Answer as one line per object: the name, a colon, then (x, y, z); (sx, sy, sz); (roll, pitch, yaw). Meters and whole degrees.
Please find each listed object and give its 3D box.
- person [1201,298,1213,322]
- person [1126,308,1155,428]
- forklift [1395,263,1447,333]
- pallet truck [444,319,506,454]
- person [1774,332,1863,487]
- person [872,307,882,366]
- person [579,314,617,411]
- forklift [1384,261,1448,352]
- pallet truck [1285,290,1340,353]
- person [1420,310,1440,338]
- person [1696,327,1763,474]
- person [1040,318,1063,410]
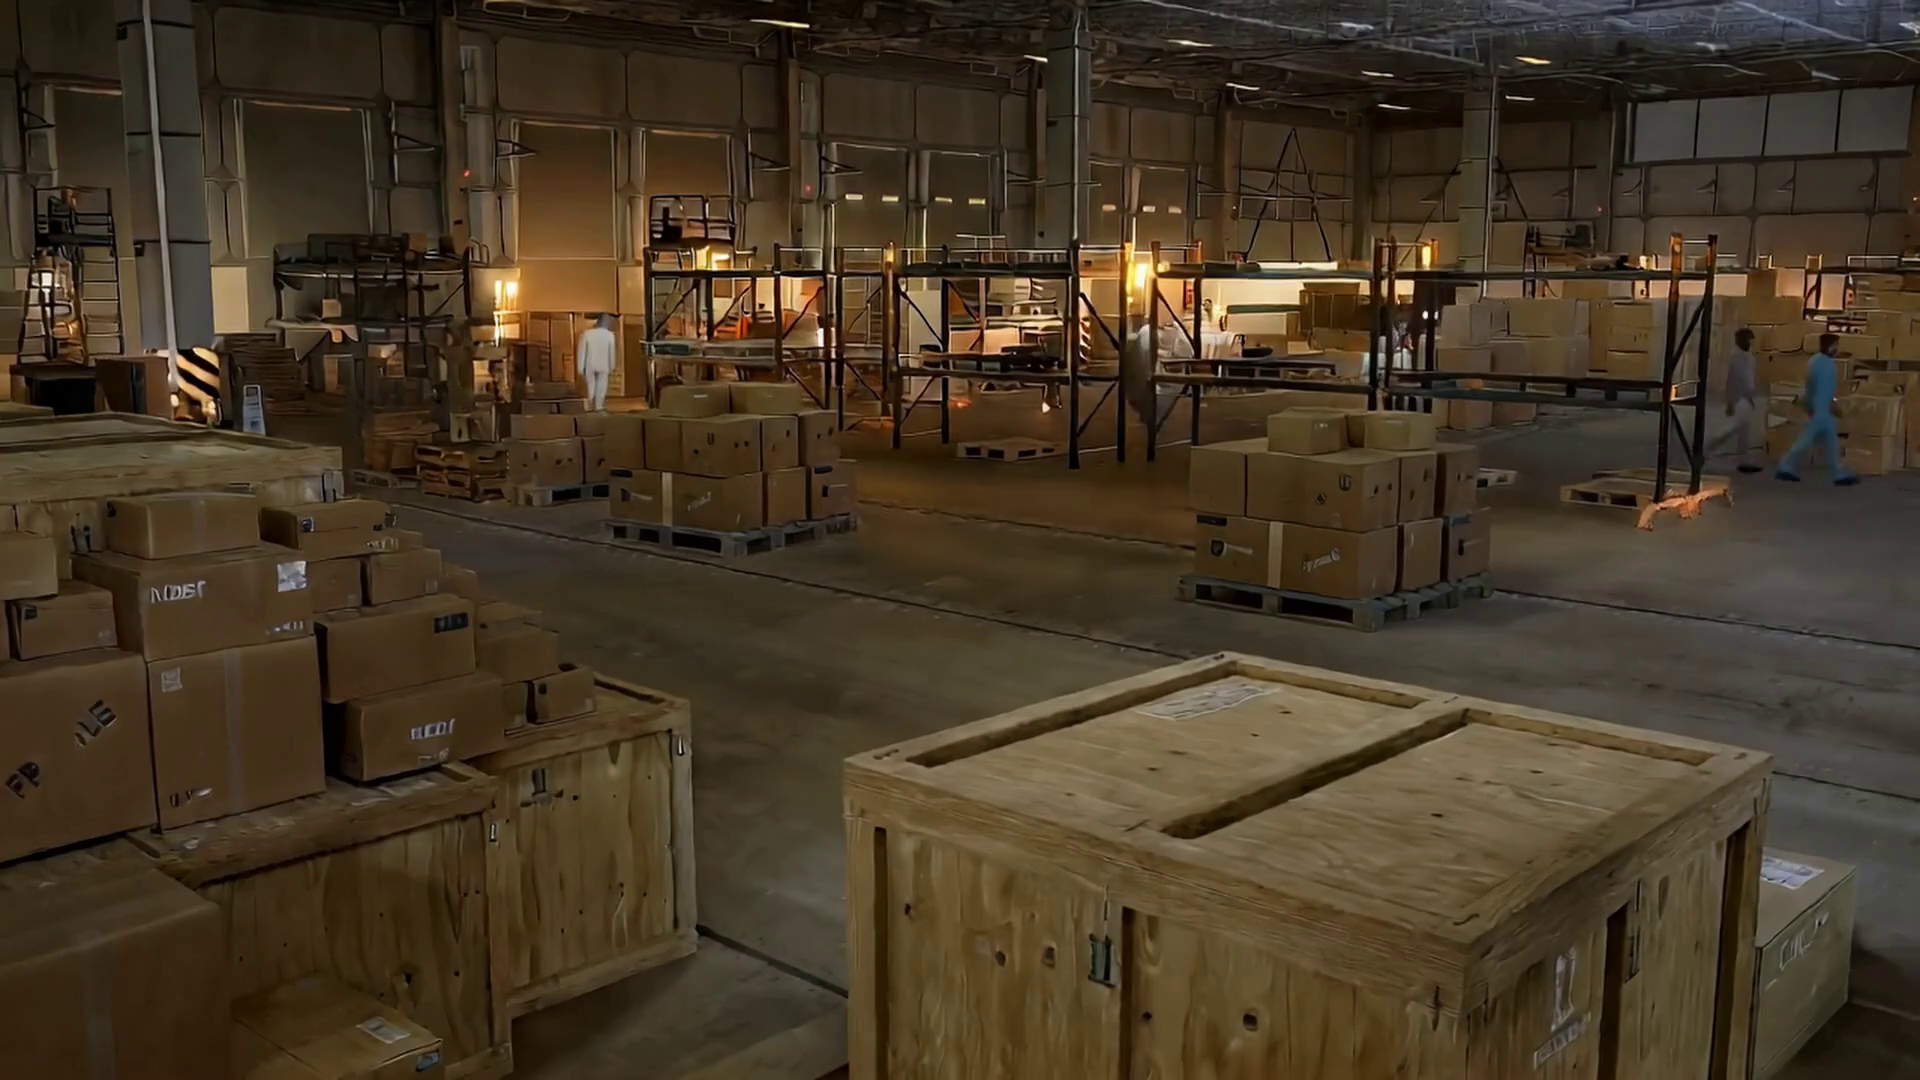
person: (6.127, -5.055, 41.420); (0.360, 1.939, 0.543); (4, 10, 21)
person: (2.987, -2.886, 27.808); (0.544, 2.000, 0.700); (-6, 11, -32)
forklift: (12.979, -6.277, 46.033); (1.129, 2.768, 1.873); (-3, 10, -18)
pallet truck: (-6.981, -1.942, 22.150); (1.885, 1.965, 0.823); (1, 9, 9)
person: (10.606, -1.617, 20.503); (1.025, 1.889, 0.650); (7, 12, 37)
person: (-2.185, -5.394, 44.450); (0.312, 1.633, 0.518); (-1, 9, -6)
person: (-6.200, -2.913, 28.470); (0.651, 1.894, 0.958); (0, 9, -2)
forklift: (11.151, -5.207, 39.473); (1.873, 2.768, 1.129); (8, 12, 42)
pallet truck: (11.297, -6.951, 52.861); (1.885, 1.965, 0.823); (-5, 11, -29)
person: (8.523, -3.280, 30.650); (0.786, 1.897, 0.606); (8, 12, 40)
person: (10.101, -1.832, 21.765); (0.846, 1.913, 0.637); (7, 12, 37)
person: (1.737, -3.324, 31.430); (0.485, 1.736, 0.320); (-5, 11, -28)
